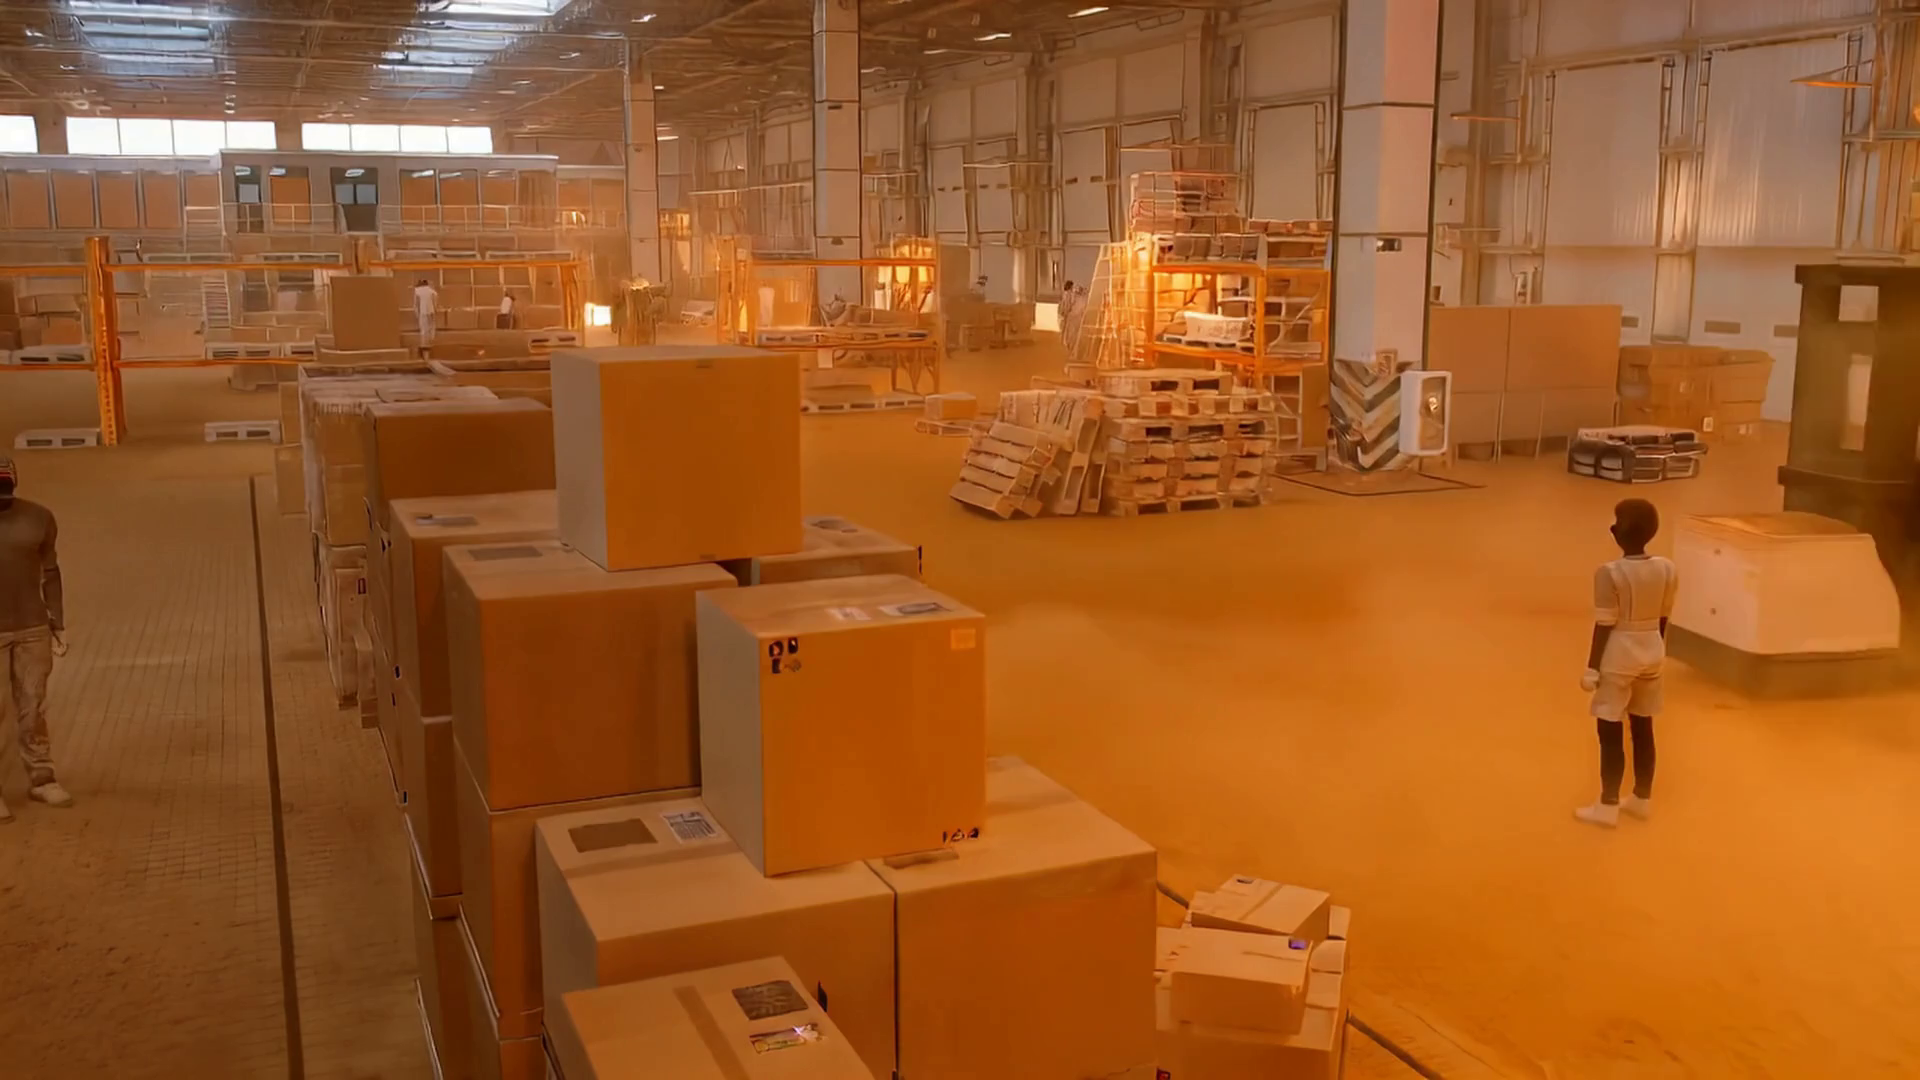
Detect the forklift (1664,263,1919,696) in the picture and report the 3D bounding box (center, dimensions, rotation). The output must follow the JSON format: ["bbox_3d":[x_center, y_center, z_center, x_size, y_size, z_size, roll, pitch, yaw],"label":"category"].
[{"bbox_3d":[5.963,-0.461,11.228,1.873,2.768,1.129,-2,10,-10],"label":"forklift"}]

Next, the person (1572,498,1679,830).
[{"bbox_3d":[3.392,0.630,8.480,0.540,1.696,0.316,-5,12,-27],"label":"person"}]

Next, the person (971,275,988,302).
[{"bbox_3d":[0.533,-6.905,49.365,0.642,1.933,0.980,-5,11,-26],"label":"person"}]

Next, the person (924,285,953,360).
[{"bbox_3d":[-0.580,-5.398,41.249,0.992,1.870,0.599,9,14,40],"label":"person"}]

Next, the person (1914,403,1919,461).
[{"bbox_3d":[6.955,-0.191,12.375,0.367,1.926,0.639,1,10,4],"label":"person"}]

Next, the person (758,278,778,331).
[{"bbox_3d":[-5.603,-6.736,48.667,0.580,1.848,0.508,3,11,14],"label":"person"}]

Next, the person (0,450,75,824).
[{"bbox_3d":[-4.943,0.482,8.626,0.372,1.940,0.631,7,12,33],"label":"person"}]

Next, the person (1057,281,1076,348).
[{"bbox_3d":[2.969,-6.189,45.660,0.627,1.844,0.429,-9,14,-41],"label":"person"}]

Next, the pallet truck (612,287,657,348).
[{"bbox_3d":[-6.464,-4.406,35.401,0.823,1.965,1.885,6,12,32],"label":"pallet truck"}]

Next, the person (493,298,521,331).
[{"bbox_3d":[-8.439,-3.572,31.122,0.574,1.883,0.355,3,11,14],"label":"person"}]

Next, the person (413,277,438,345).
[{"bbox_3d":[-14.700,-6.262,45.794,0.635,1.937,0.352,-4,11,-20],"label":"person"}]

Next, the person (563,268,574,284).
[{"bbox_3d":[-14.565,-9.244,62.310,0.671,1.920,0.556,-9,14,-41],"label":"person"}]

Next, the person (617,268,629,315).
[{"bbox_3d":[-13.039,-9.682,64.924,0.593,1.832,0.970,-6,12,-30],"label":"person"}]

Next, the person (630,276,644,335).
[{"bbox_3d":[-10.066,-7.306,51.860,0.431,1.835,0.623,2,10,10],"label":"person"}]

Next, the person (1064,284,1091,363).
[{"bbox_3d":[2.830,-5.191,39.996,0.621,1.899,0.487,-1,10,-8],"label":"person"}]
